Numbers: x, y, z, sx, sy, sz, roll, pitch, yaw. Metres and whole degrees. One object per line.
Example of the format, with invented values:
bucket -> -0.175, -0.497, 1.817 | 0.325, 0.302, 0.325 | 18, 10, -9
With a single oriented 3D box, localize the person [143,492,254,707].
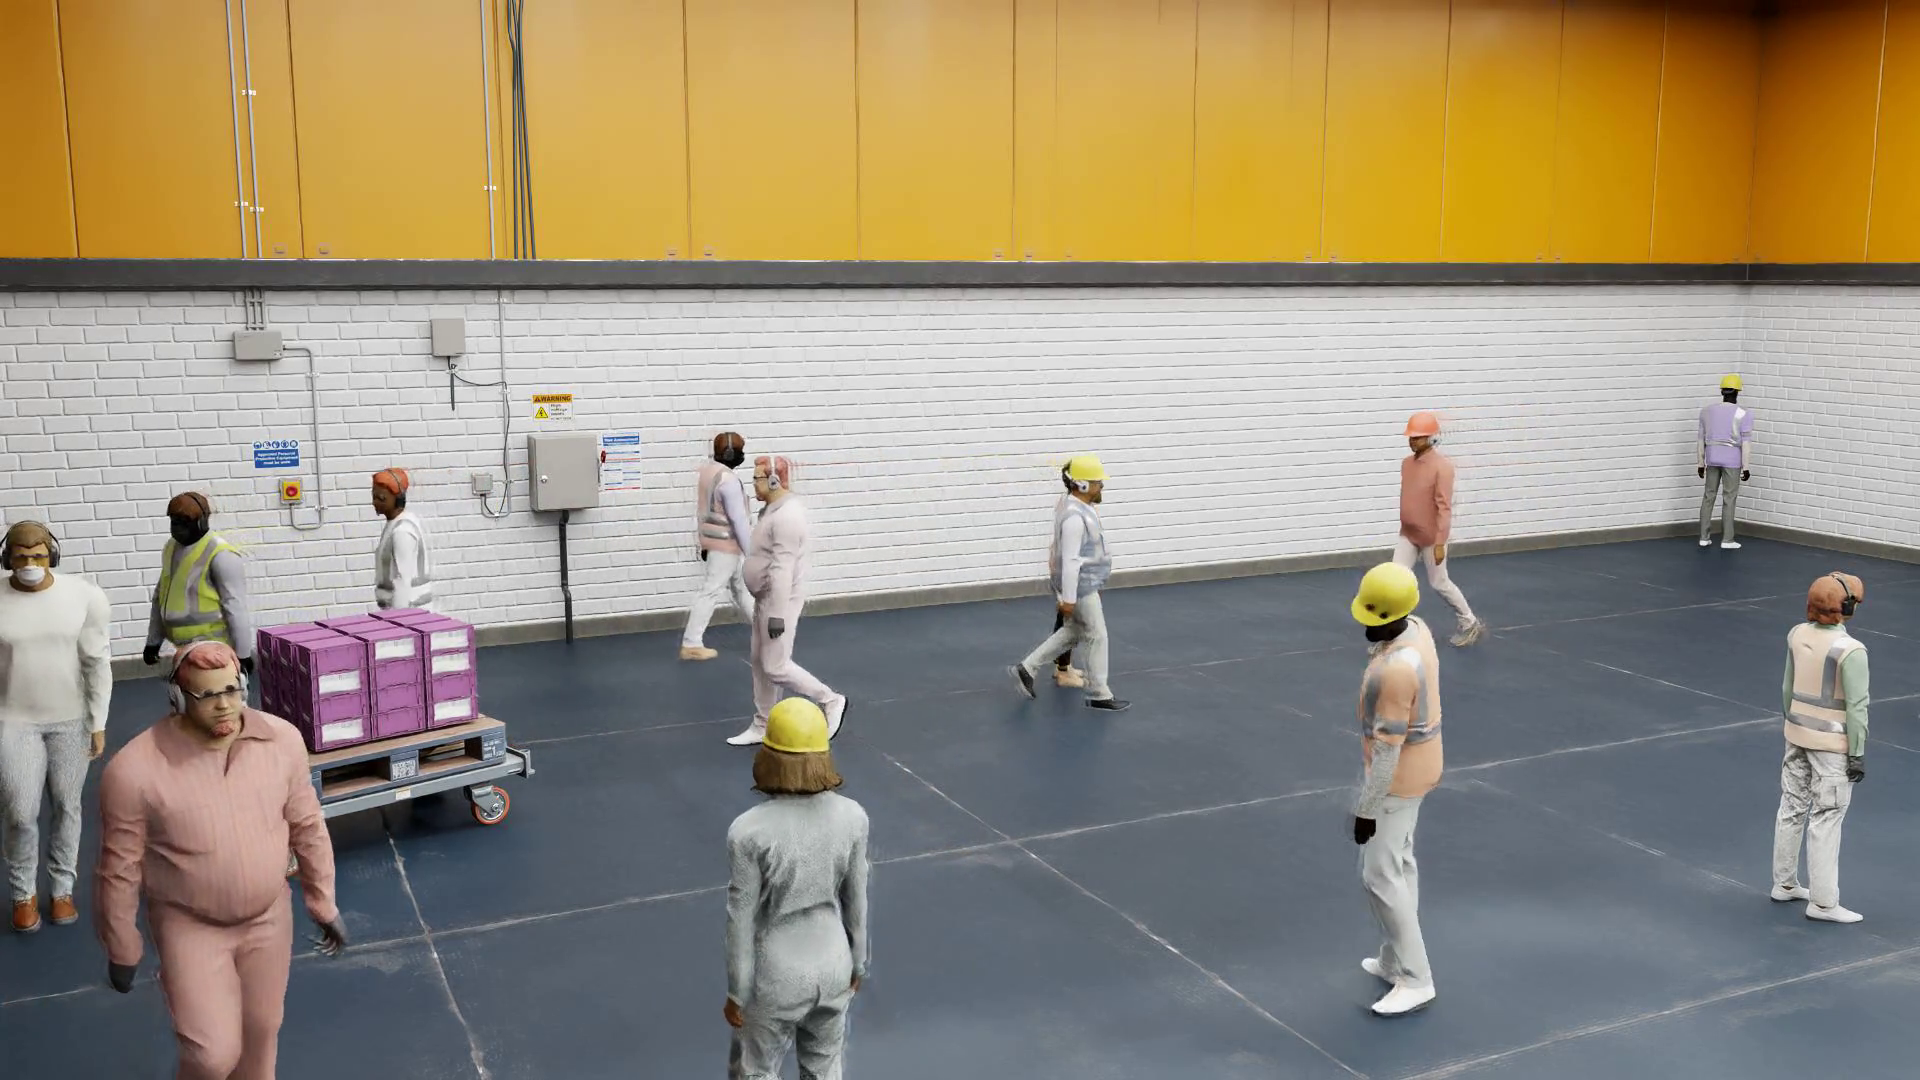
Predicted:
person -> -4.437, 0.618, 9.503 | 0.665, 1.784, 0.955 | 9, 13, 43

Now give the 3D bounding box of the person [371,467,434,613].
person -> -3.438, 0.473, 10.176 | 0.414, 1.862, 0.584 | -4, 10, -21

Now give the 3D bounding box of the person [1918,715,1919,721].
person -> 6.620, 0.350, 11.012 | 0.351, 1.843, 0.506 | 1, 9, 7

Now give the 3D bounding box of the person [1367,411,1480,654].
person -> 3.750, -0.057, 13.230 | 1.006, 1.954, 0.616 | -4, 10, -25

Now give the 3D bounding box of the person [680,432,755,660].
person -> -1.783, 0.044, 13.074 | 0.978, 1.787, 0.653 | -4, 10, -21

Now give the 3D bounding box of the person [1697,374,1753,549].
person -> 8.405, -0.860, 18.287 | 0.397, 1.918, 0.588 | -7, 12, -38

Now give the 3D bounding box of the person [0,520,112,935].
person -> -4.207, 0.856, 7.637 | 0.627, 1.917, 0.519 | -6, 11, -34

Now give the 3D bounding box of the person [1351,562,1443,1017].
person -> 1.824, 1.003, 6.895 | 0.390, 1.880, 0.678 | 4, 10, 24

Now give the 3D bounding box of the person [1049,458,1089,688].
person -> 0.824, 0.236, 12.197 | 0.322, 1.689, 0.530 | -1, 9, -9

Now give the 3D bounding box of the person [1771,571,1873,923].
person -> 4.053, 0.964, 7.815 | 0.307, 1.645, 0.518 | -2, 9, -11

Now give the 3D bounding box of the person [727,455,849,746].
person -> -1.122, 0.396, 10.563 | 0.685, 1.890, 0.657 | -2, 9, -15

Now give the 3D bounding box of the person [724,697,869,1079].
person -> -0.491, 1.347, 5.175 | 0.499, 1.727, 0.421 | -6, 11, -34

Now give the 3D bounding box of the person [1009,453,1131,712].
person -> 0.767, 0.292, 11.491 | 0.795, 1.809, 0.592 | 1, 9, 5

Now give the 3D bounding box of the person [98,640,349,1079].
person -> -2.359, 1.239, 5.354 | 0.467, 1.887, 0.665 | 7, 12, 38
